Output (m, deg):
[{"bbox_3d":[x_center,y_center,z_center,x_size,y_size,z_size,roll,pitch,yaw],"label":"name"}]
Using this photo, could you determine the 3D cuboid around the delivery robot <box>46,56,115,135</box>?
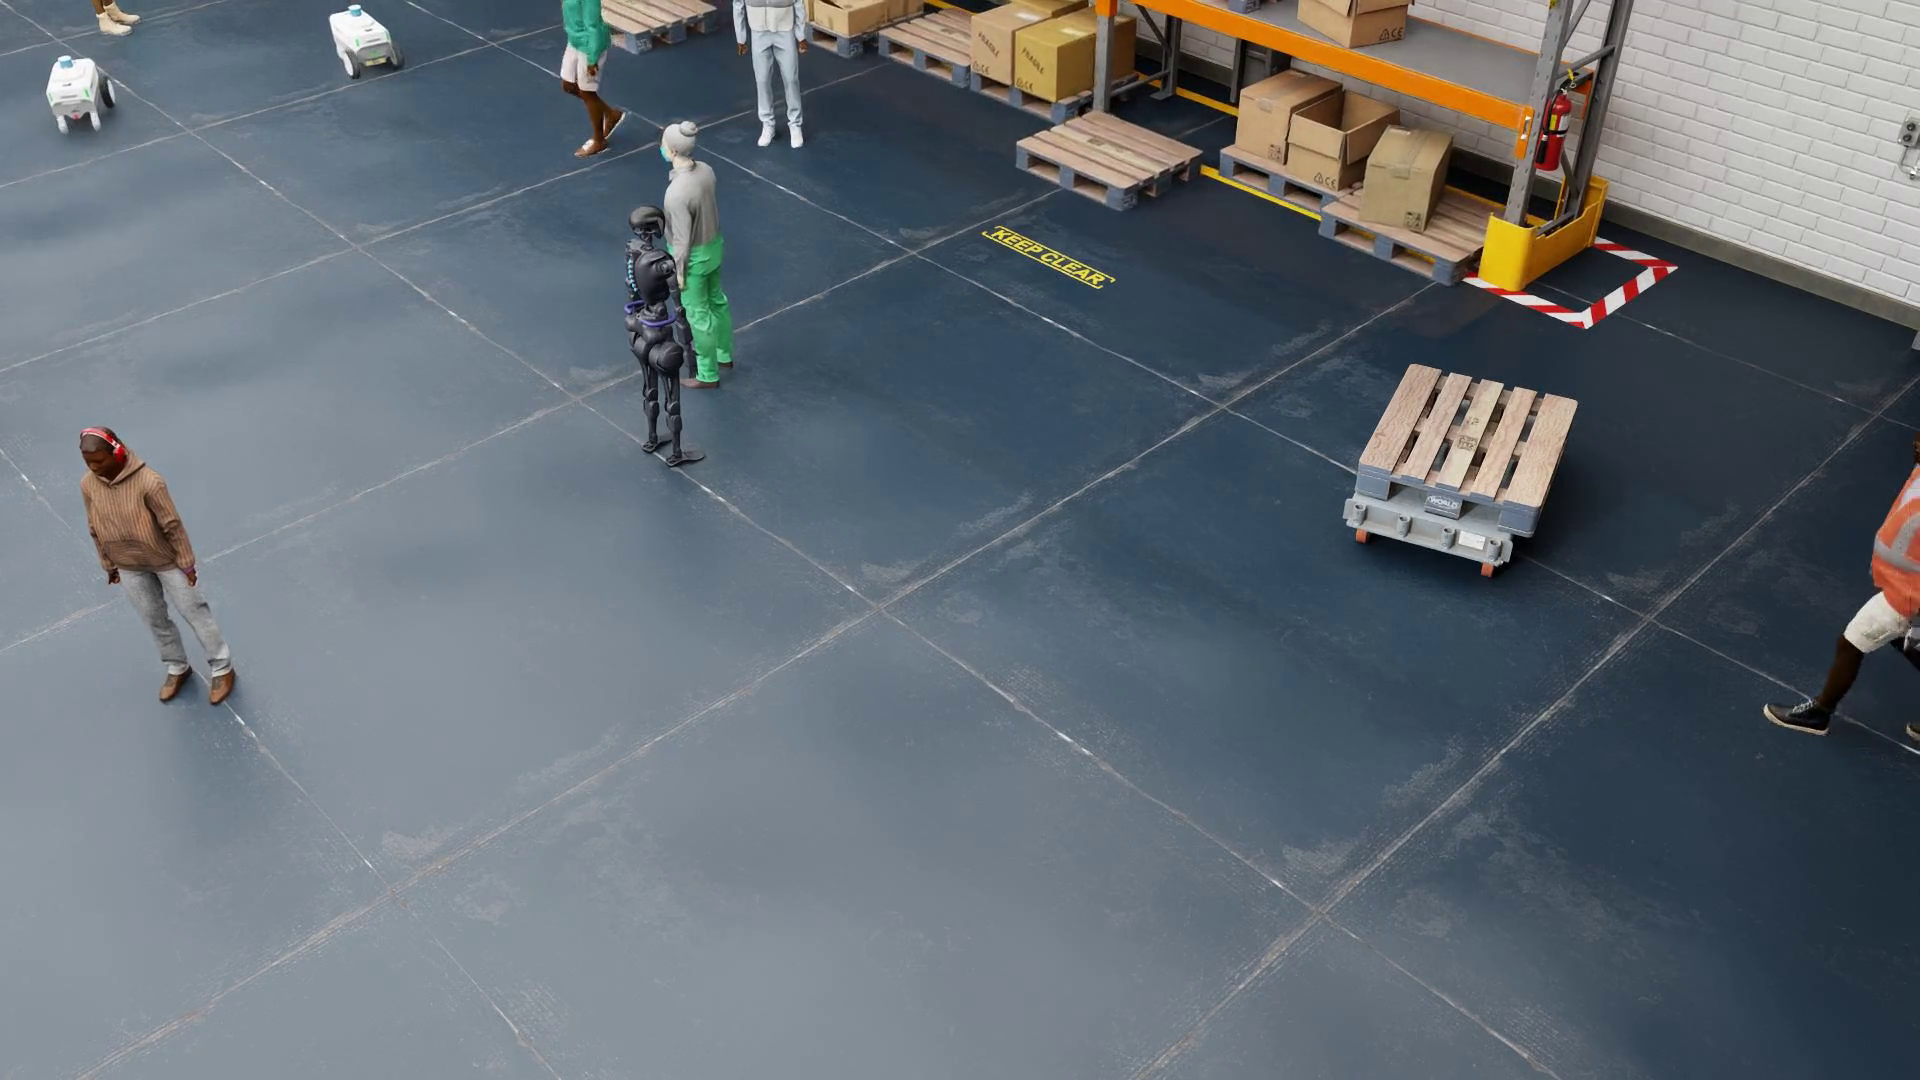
[{"bbox_3d":[-7.699,-3.913,14.477,0.499,0.595,0.770,-11,39,-15],"label":"delivery robot"}]

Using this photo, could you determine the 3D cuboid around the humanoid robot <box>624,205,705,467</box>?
[{"bbox_3d":[-1.815,-1.239,9.994,0.315,1.657,0.599,-28,45,-32],"label":"humanoid robot"}]

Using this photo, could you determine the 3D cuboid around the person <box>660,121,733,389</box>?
[{"bbox_3d":[-1.700,-1.819,10.641,0.344,1.838,0.510,12,39,15],"label":"person"}]

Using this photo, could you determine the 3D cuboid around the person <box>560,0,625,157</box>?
[{"bbox_3d":[-3.044,-4.006,13.539,0.441,1.829,0.516,-23,43,-27],"label":"person"}]

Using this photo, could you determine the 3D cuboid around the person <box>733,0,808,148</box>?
[{"bbox_3d":[-1.560,-4.195,13.732,0.601,1.906,0.414,0,37,0],"label":"person"}]

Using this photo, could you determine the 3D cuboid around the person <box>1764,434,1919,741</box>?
[{"bbox_3d":[4.595,0.217,7.869,0.886,1.935,0.612,16,40,20],"label":"person"}]

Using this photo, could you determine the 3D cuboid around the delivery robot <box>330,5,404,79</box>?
[{"bbox_3d":[-5.555,-4.657,15.458,0.499,0.591,0.781,-24,43,-28],"label":"delivery robot"}]

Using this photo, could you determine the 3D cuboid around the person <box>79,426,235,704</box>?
[{"bbox_3d":[-4.008,0.111,8.244,0.473,1.642,0.333,1,37,2],"label":"person"}]

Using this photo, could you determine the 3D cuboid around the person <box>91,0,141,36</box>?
[{"bbox_3d":[-8.302,-5.870,15.836,0.371,2.043,0.604,-3,37,-4],"label":"person"}]
